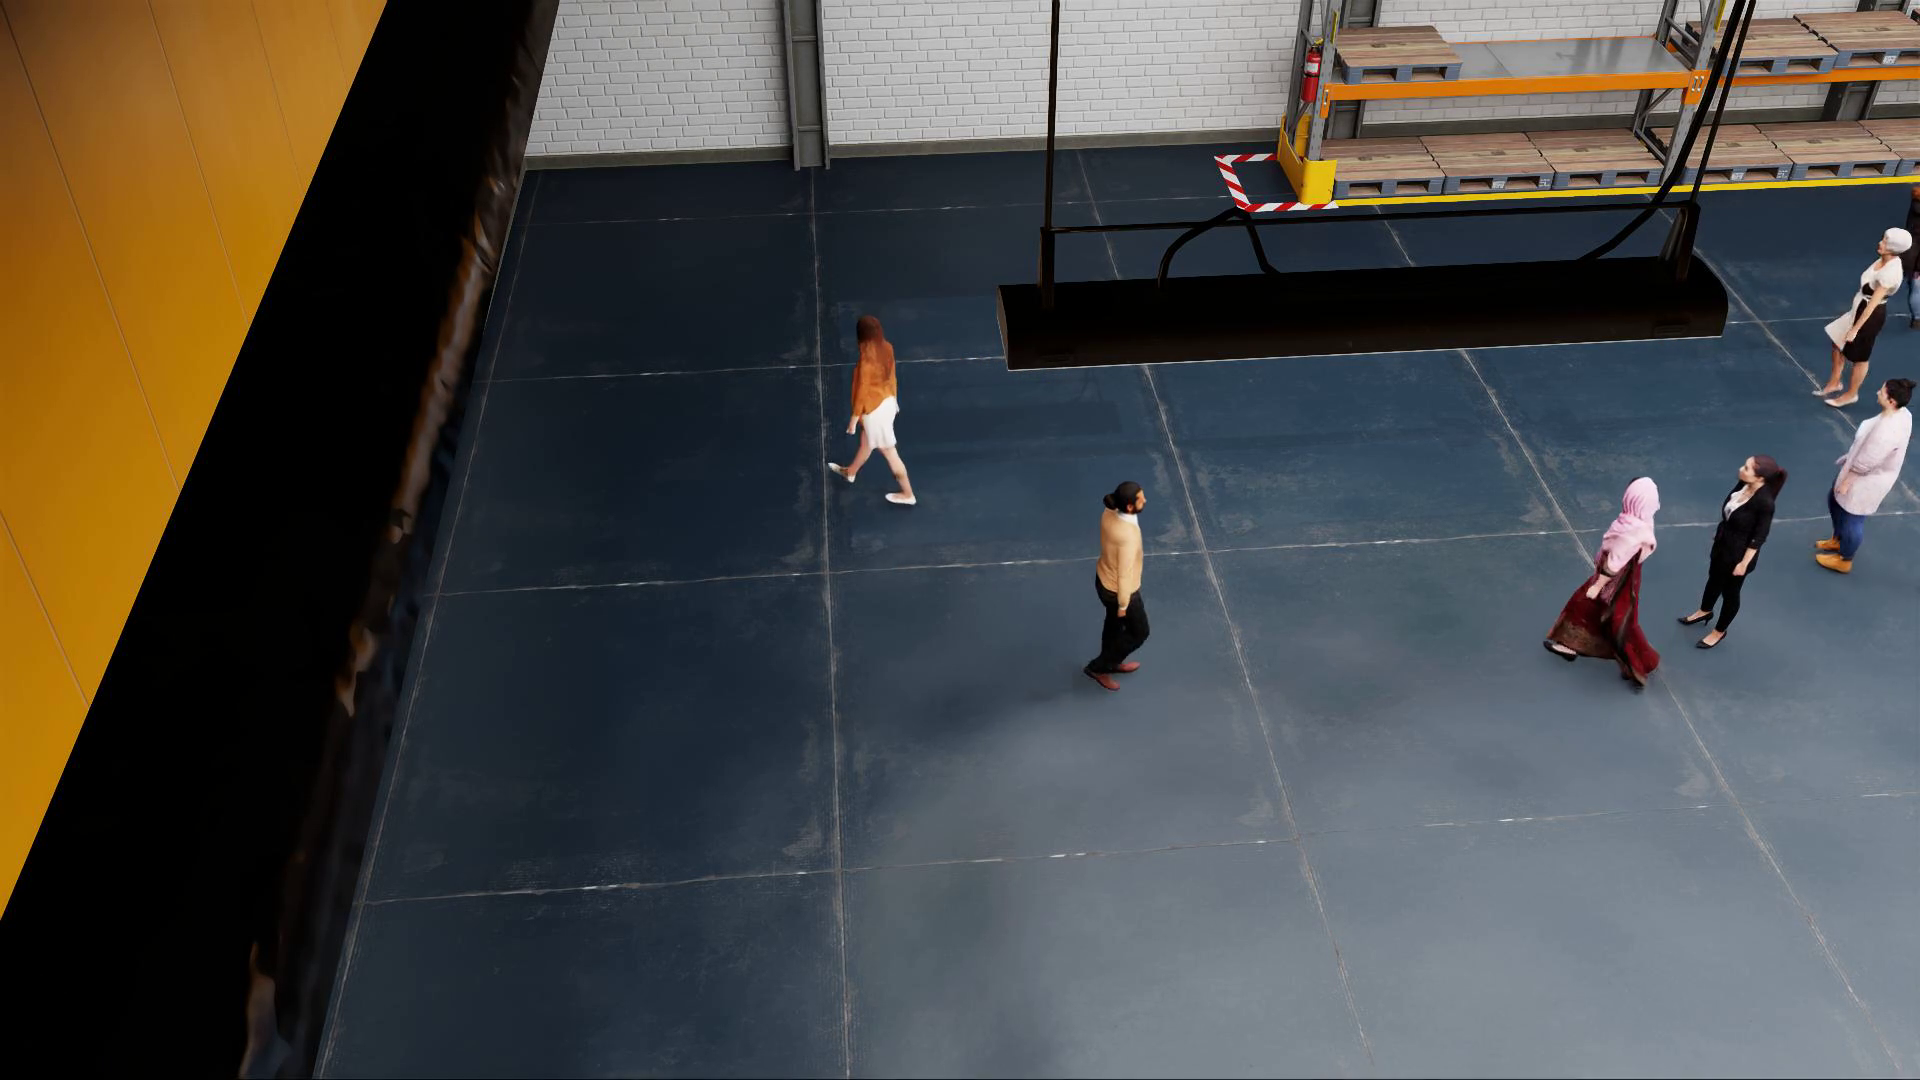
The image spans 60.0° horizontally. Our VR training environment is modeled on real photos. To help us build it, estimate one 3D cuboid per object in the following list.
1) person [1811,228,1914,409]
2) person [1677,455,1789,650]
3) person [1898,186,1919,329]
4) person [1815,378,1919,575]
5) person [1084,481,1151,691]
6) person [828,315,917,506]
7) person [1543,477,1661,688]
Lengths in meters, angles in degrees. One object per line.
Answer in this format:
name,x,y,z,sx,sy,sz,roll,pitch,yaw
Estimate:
person,7.859,-1.853,14.246,0.833,1.742,0.795,15,41,17
person,5.564,0.064,11.911,0.539,1.661,0.596,-2,39,-2
person,8.658,-2.602,15.300,1.050,1.595,0.731,-9,40,-12
person,6.908,-0.459,12.505,0.910,1.735,0.852,27,46,30
person,1.035,0.327,11.516,0.756,1.741,0.716,-10,40,-12
person,-0.581,-0.978,13.204,1.172,1.674,0.969,15,41,18
person,4.683,0.326,11.639,1.117,1.589,0.936,13,40,16
